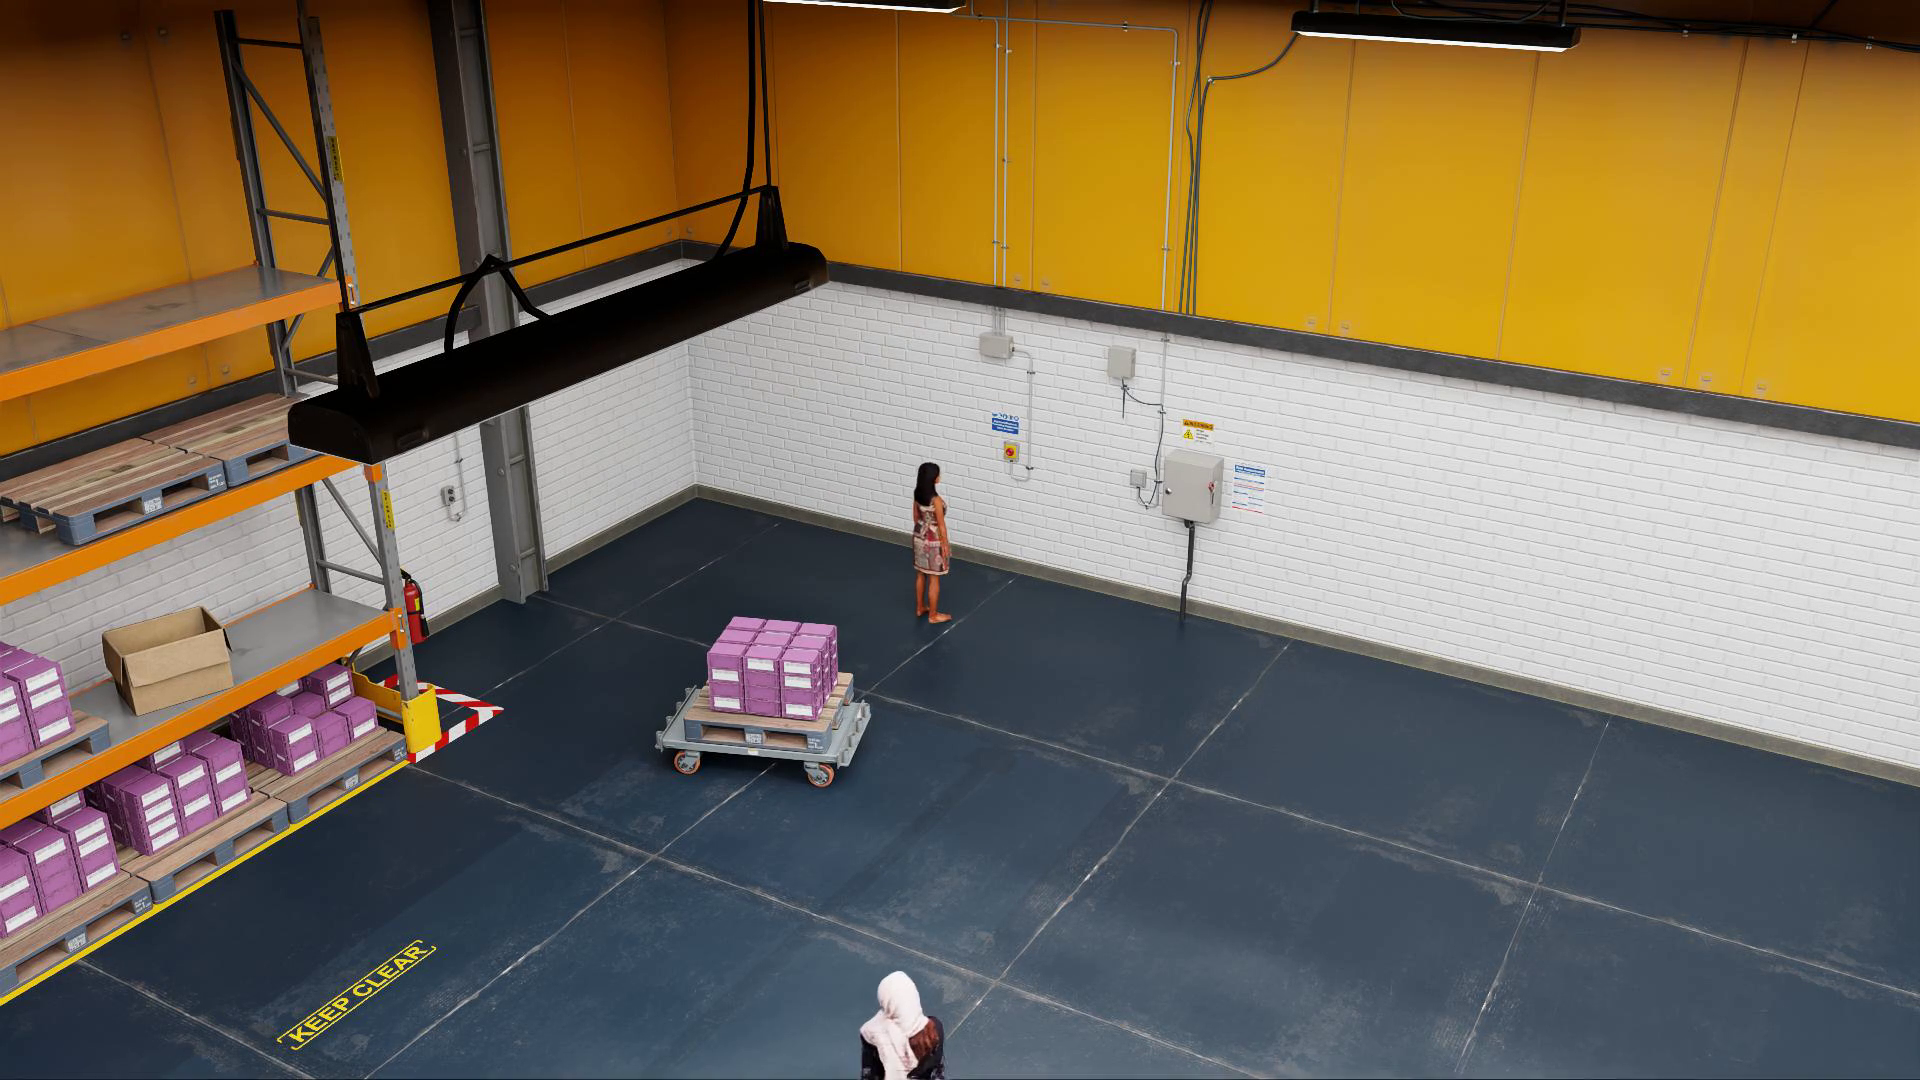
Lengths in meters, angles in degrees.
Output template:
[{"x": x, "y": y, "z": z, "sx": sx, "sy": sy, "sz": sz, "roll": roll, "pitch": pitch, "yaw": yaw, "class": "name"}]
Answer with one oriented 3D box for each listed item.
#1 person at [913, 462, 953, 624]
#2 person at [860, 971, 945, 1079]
[{"x": -0.304, "y": 0.010, "z": 16.238, "sx": 0.676, "sy": 1.645, "sz": 0.722, "roll": -18, "pitch": 29, "yaw": -35, "class": "person"}, {"x": -0.299, "y": 3.139, "z": 9.159, "sx": 1.094, "sy": 1.582, "sz": 1.166, "roll": -6, "pitch": 24, "yaw": -12, "class": "person"}]
